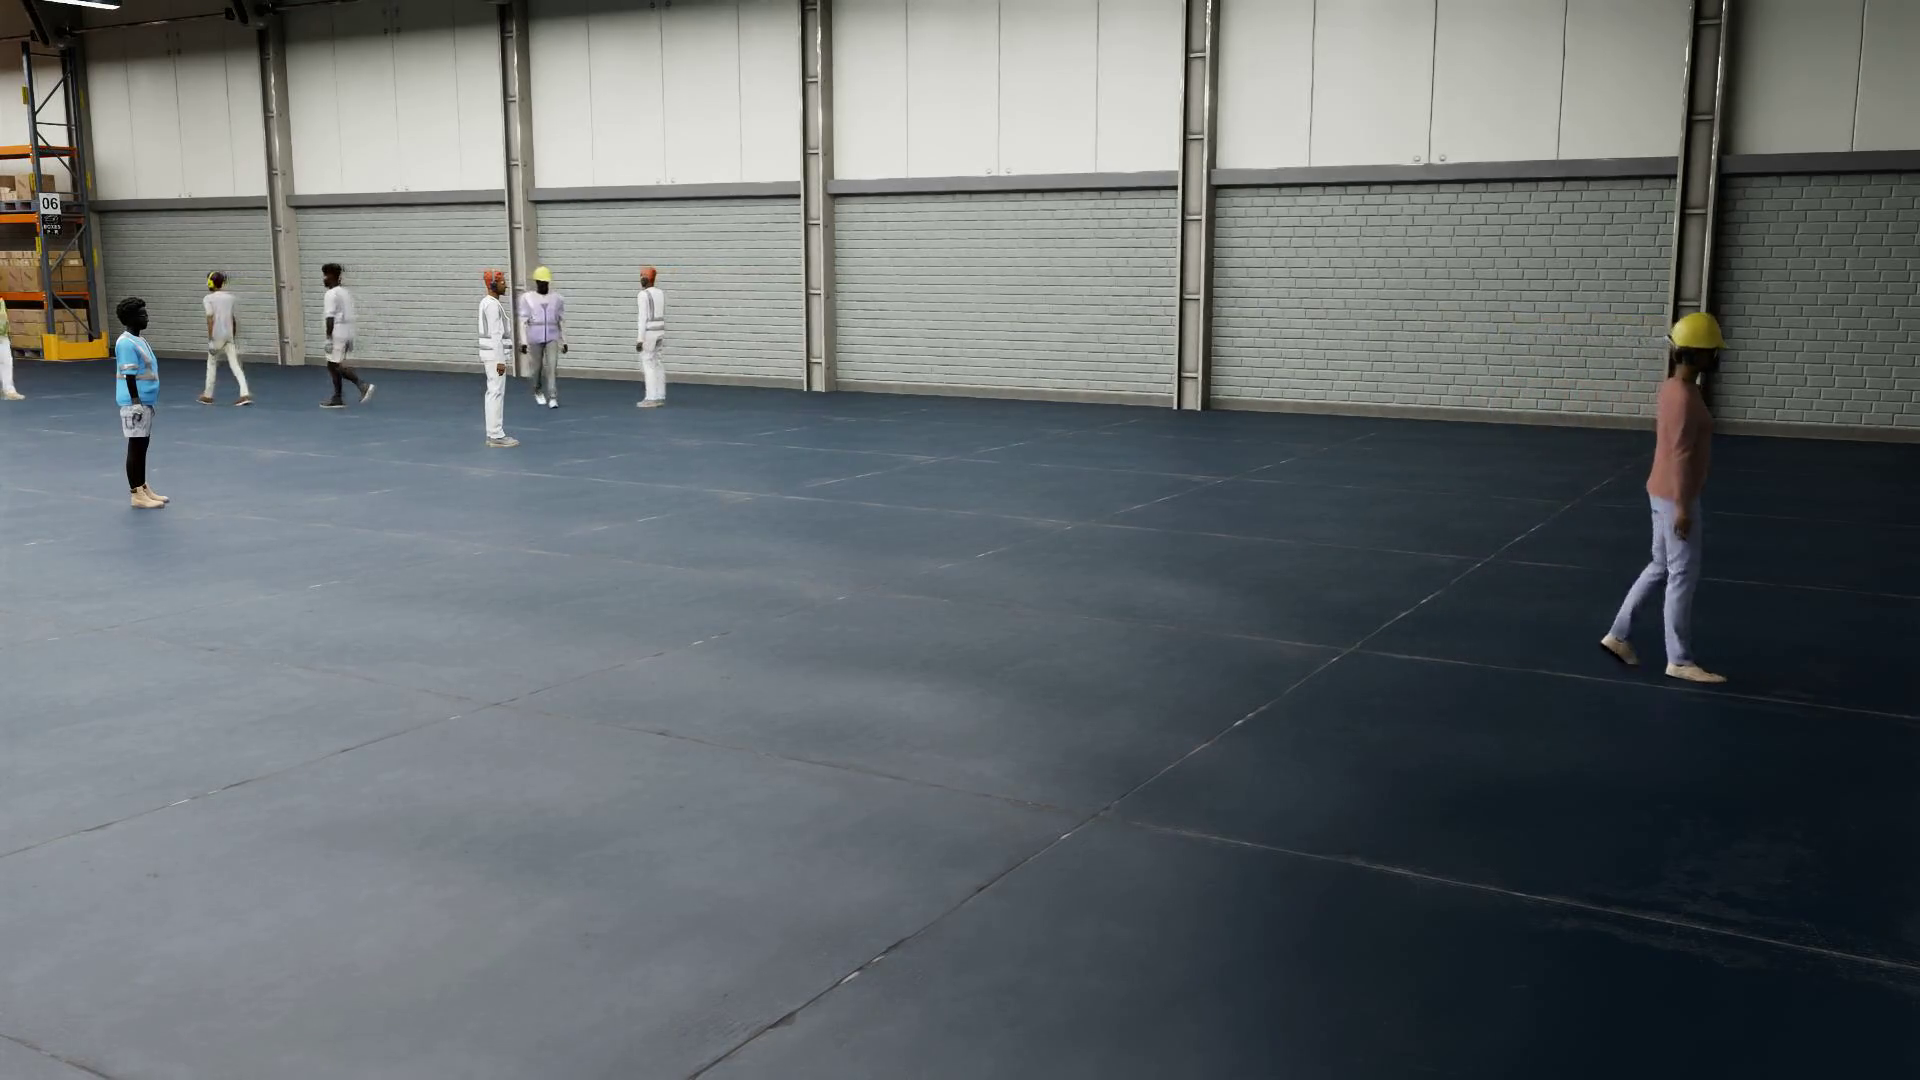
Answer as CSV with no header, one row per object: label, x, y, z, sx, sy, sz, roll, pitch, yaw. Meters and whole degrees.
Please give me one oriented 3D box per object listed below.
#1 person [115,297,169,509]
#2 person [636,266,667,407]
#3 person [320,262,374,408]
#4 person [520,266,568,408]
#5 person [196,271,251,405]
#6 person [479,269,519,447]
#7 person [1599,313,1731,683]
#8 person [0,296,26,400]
person,-6.608,-1.100,13.390,0.318,1.697,0.535,-3,10,-17
person,-4.149,-2.726,22.356,0.342,1.881,0.582,4,10,22
person,-8.207,-2.709,22.086,0.661,1.939,0.619,-1,10,-4
person,-5.602,-2.727,22.374,0.631,1.892,0.859,-4,10,-22
person,-10.042,-2.734,22.596,1.010,1.819,0.538,5,11,28
person,-4.933,-1.930,17.710,0.342,1.877,0.586,-4,10,-22
person,3.442,-0.197,8.002,0.453,1.793,0.538,3,10,15
person,-13.649,-2.859,23.333,0.753,1.819,0.628,0,10,1
